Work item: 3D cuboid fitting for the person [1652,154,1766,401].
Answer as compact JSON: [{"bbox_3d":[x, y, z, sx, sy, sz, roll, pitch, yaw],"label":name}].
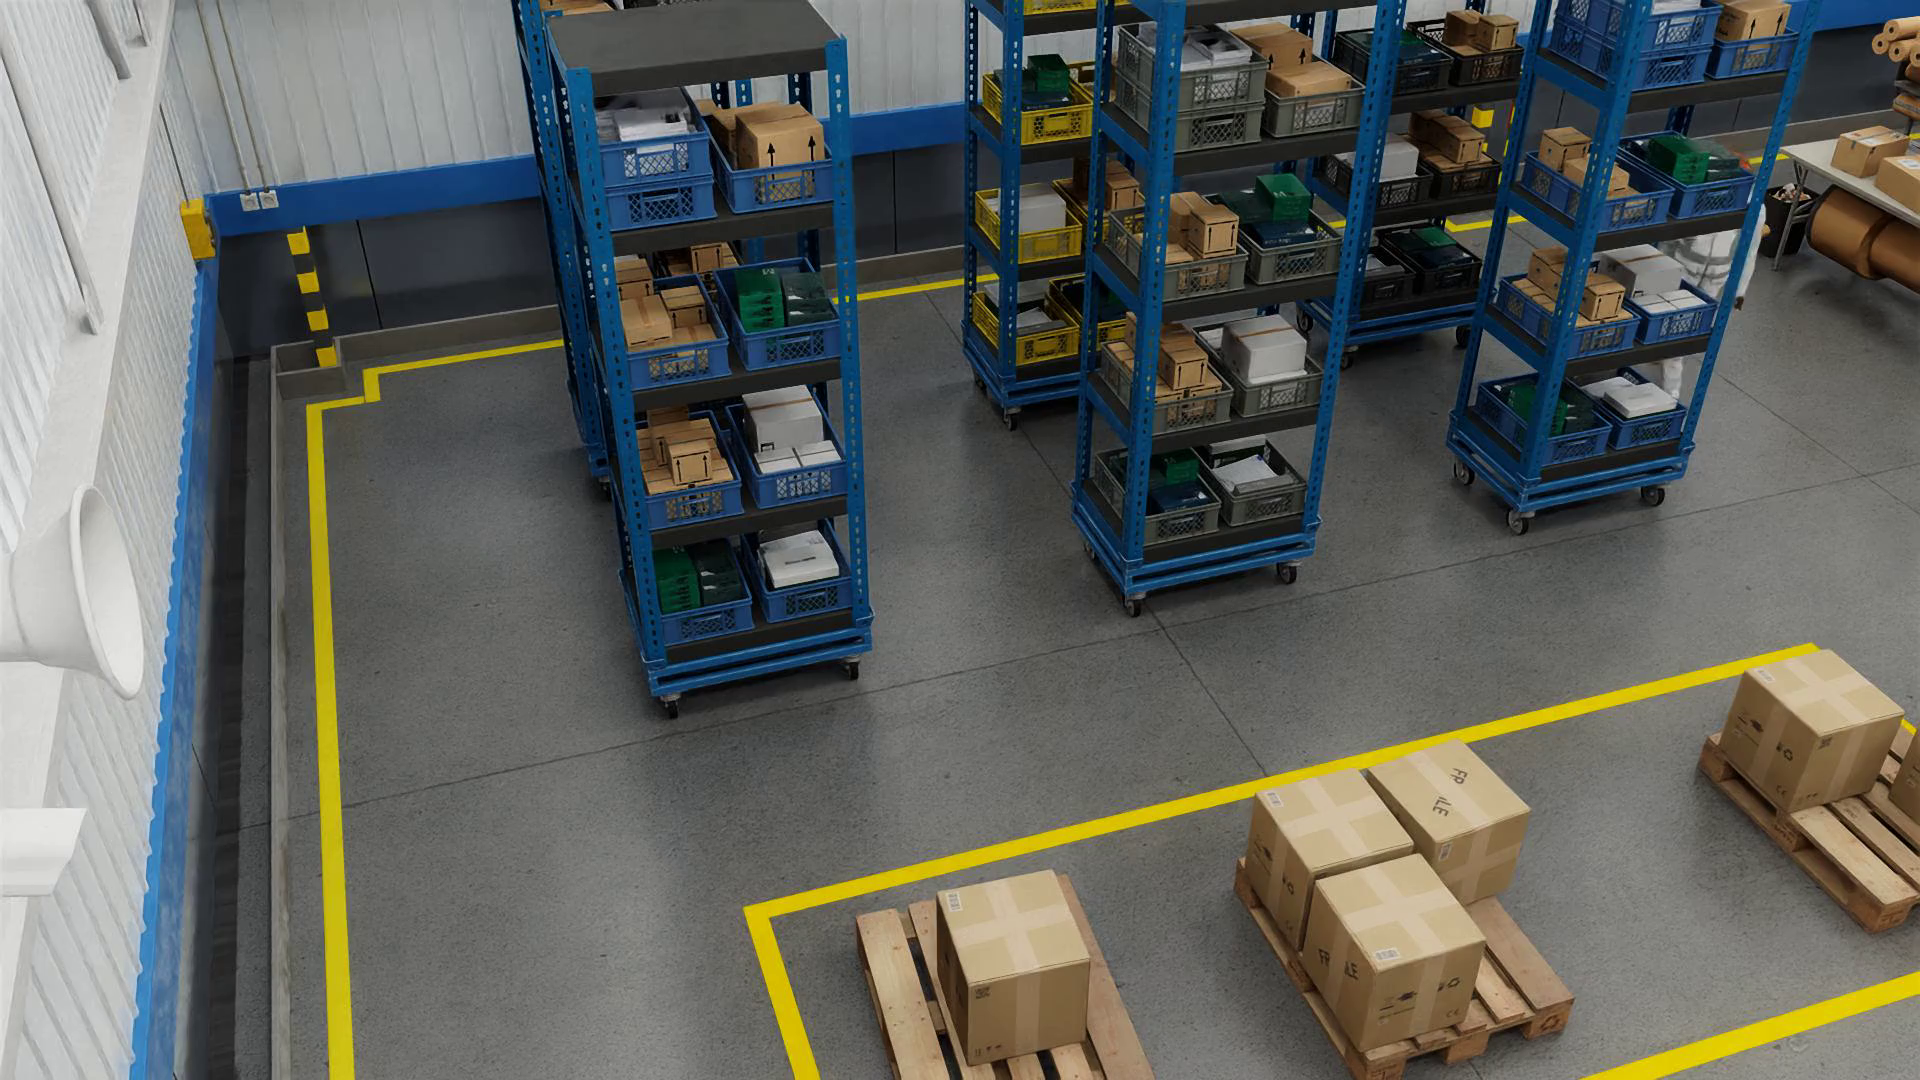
[{"bbox_3d":[5.039,-1.833,11.314,0.585,1.828,0.956,7,36,10],"label":"person"}]
